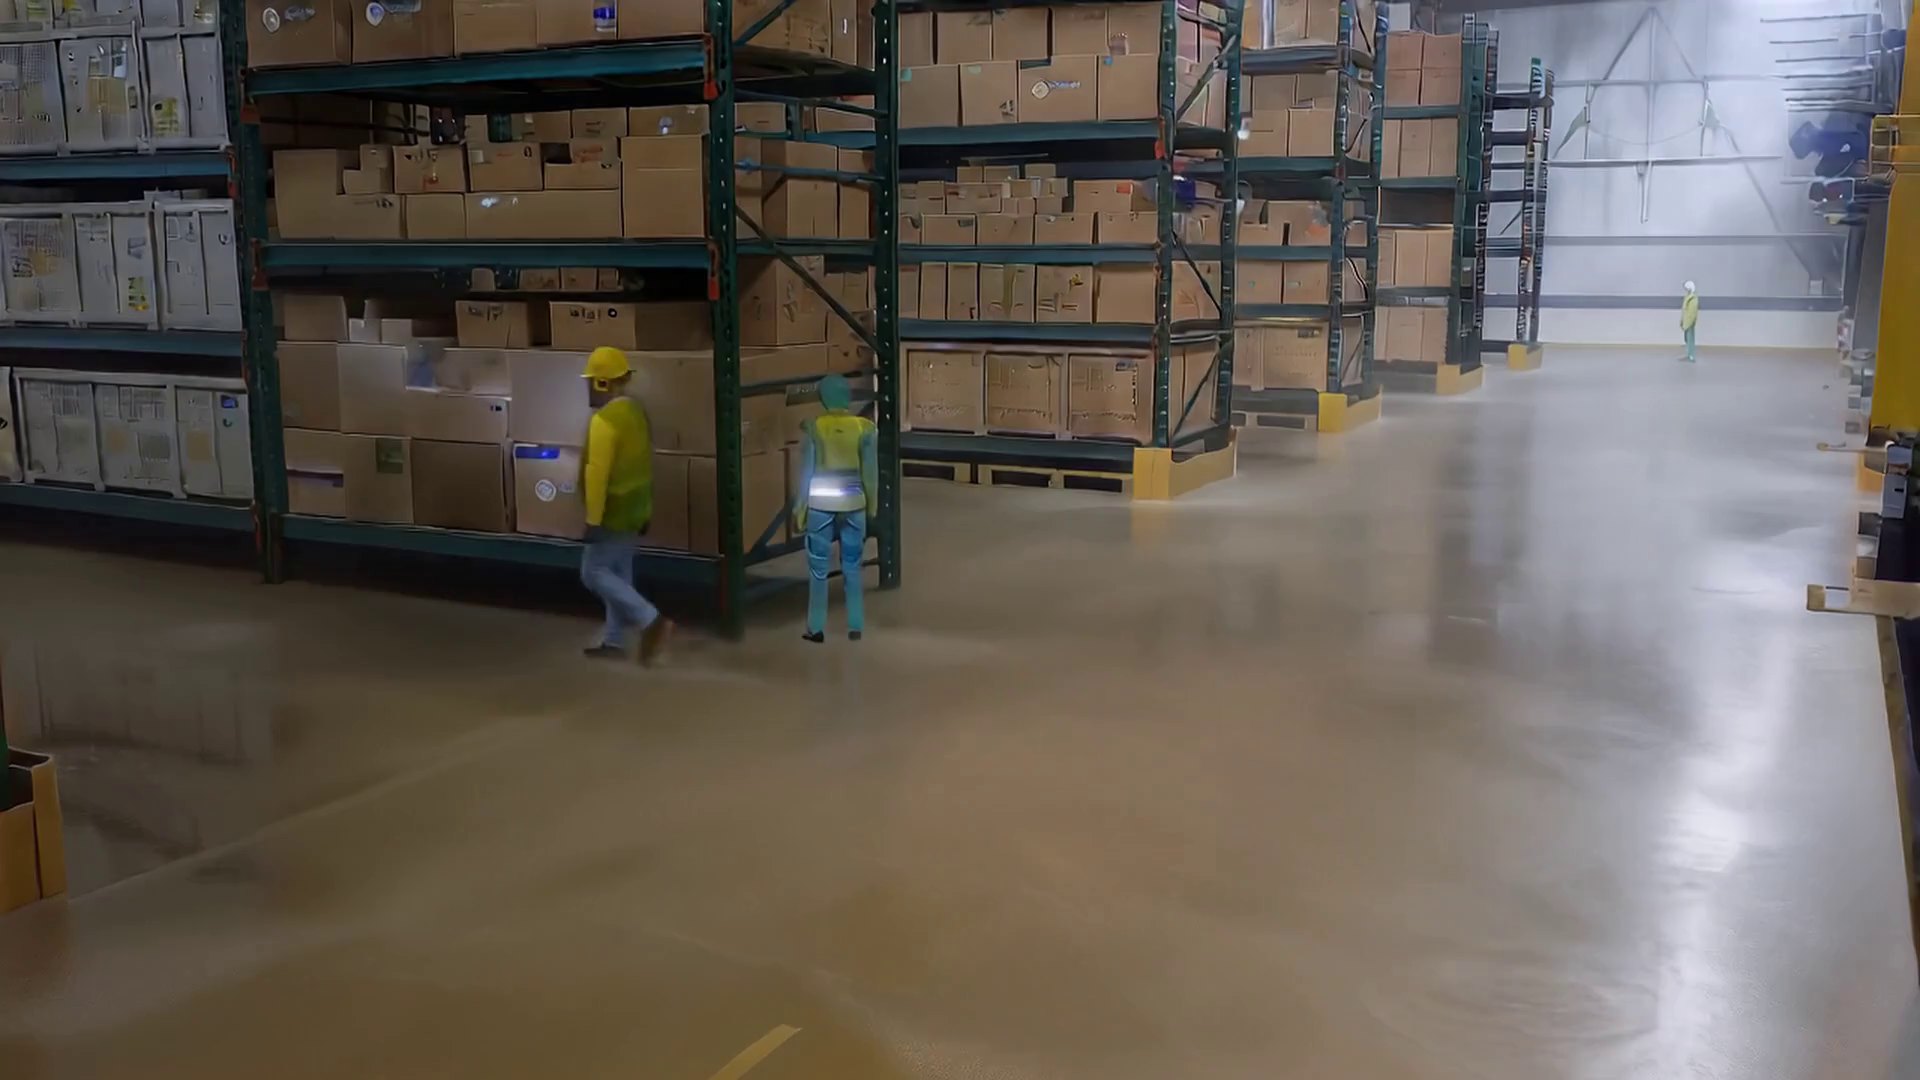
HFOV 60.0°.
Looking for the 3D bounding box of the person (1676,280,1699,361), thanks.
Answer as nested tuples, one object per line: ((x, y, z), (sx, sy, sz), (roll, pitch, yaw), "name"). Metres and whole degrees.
((15.709, -4.729, 35.915), (0.355, 1.744, 0.565), (0, 10, -1), "person")

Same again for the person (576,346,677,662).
((-1.890, -0.176, 9.335), (0.517, 1.818, 0.607), (2, 10, 10), "person")

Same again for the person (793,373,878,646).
((-0.735, -0.180, 9.900), (0.523, 1.630, 0.324), (-4, 11, -22), "person")
